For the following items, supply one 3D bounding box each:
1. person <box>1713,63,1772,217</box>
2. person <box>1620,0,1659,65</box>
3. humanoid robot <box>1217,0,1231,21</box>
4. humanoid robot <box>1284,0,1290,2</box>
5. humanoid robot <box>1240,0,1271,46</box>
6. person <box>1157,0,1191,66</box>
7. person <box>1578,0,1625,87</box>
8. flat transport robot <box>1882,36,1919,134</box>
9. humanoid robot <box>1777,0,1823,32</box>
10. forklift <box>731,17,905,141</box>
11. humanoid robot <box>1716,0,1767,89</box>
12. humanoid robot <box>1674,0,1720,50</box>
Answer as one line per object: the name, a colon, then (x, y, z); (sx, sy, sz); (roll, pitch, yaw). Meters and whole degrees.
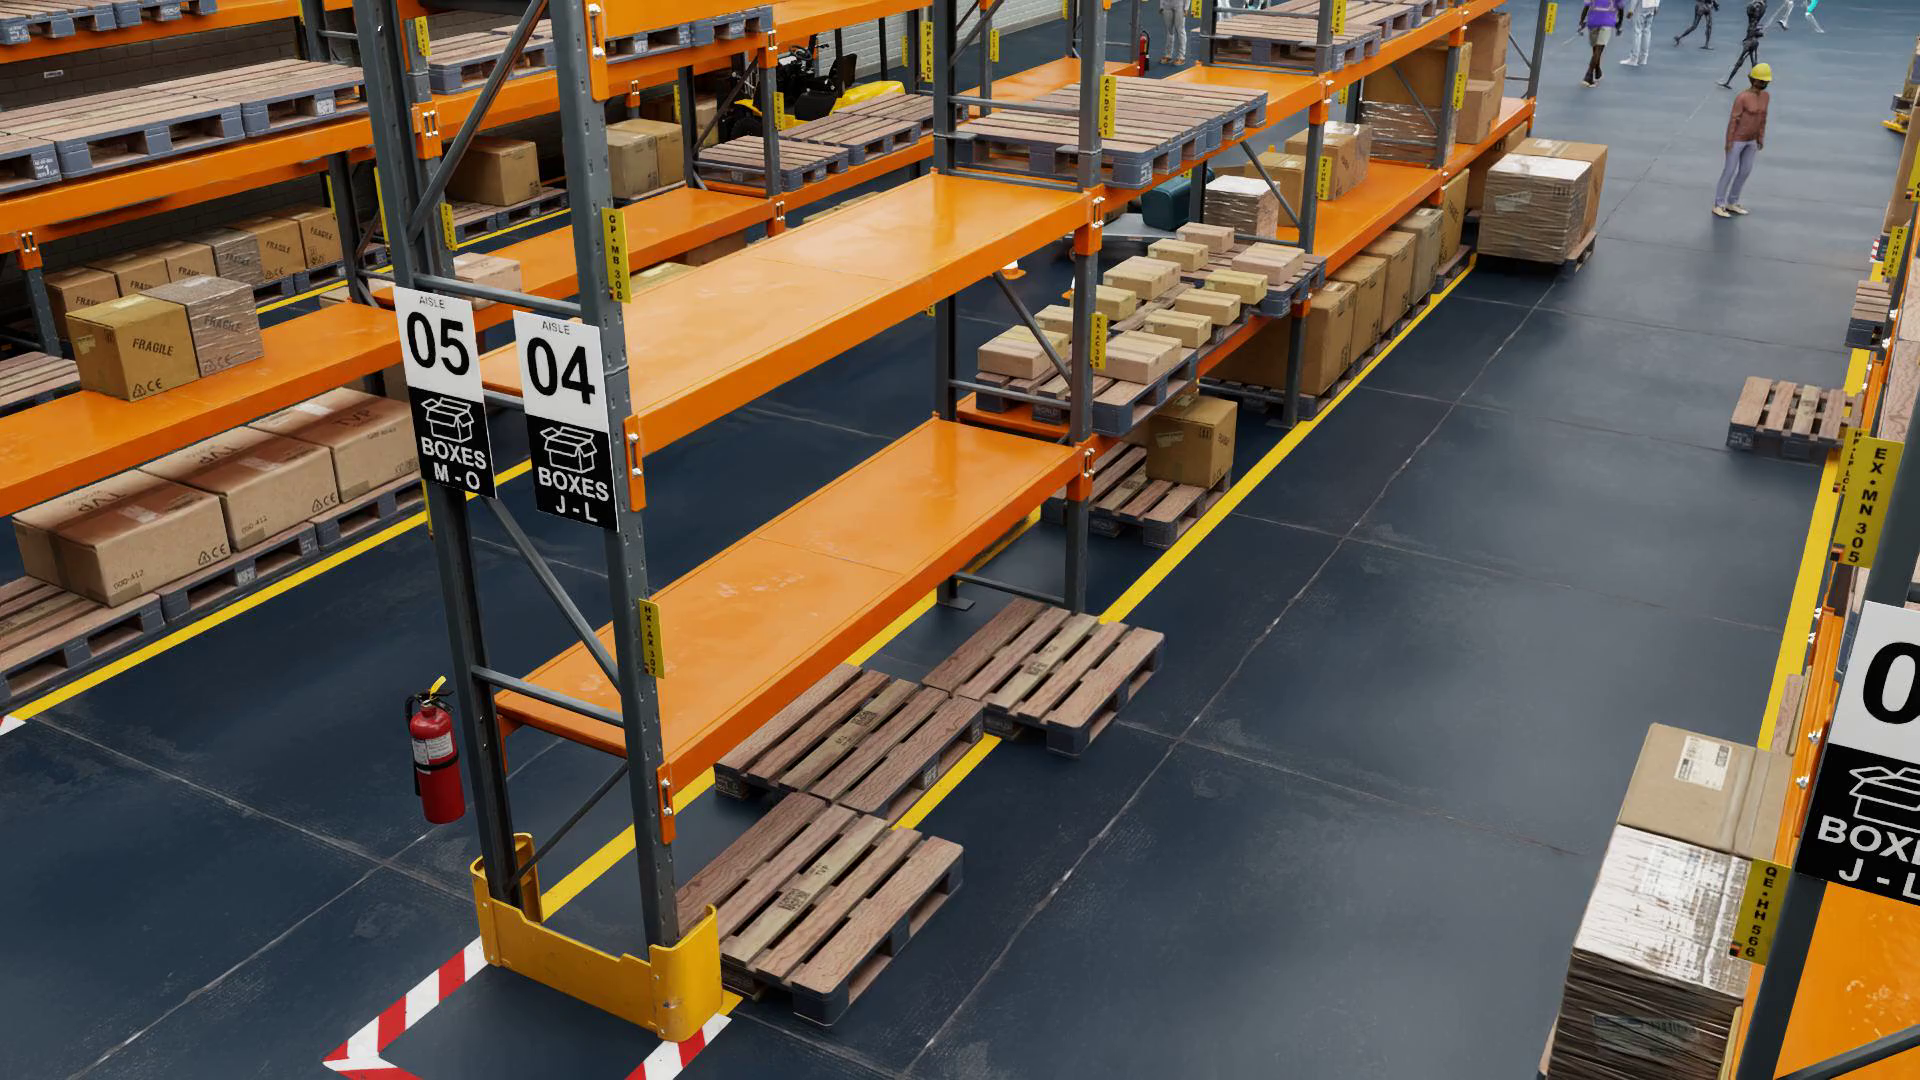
person: (9.078, -4.617, 19.219); (0.542, 1.756, 0.362); (-12, 28, -23)
person: (11.630, -9.047, 28.247); (0.593, 1.914, 0.411); (-12, 28, -24)
humanoid robot: (5.211, -10.874, 32.244); (0.532, 1.764, 0.736); (-16, 30, -29)
humanoid robot: (6.246, -10.026, 30.505); (0.881, 1.776, 0.557); (17, 30, 31)
humanoid robot: (5.014, -9.061, 28.523); (0.543, 1.817, 0.695); (15, 30, 29)
person: (3.660, -9.089, 28.309); (0.628, 1.938, 0.373); (22, 33, 38)
person: (10.275, -8.271, 26.656); (0.615, 1.901, 1.019); (16, 30, 30)
flat transport robot: (13.974, -5.891, 23.582); (1.431, 0.231, 0.659); (0, 26, 0)
humanoid robot: (16.055, -10.474, 31.502); (1.050, 1.786, 0.531); (2, 26, 5)
forklift: (-1.819, -5.975, 21.543); (2.313, 2.155, 1.214); (14, 29, 26)
humanoid robot: (12.518, -7.973, 26.329); (0.772, 1.624, 0.599); (9, 27, 18)
humanoid robot: (13.335, -9.673, 29.846); (0.601, 1.640, 0.702); (-21, 33, -37)
